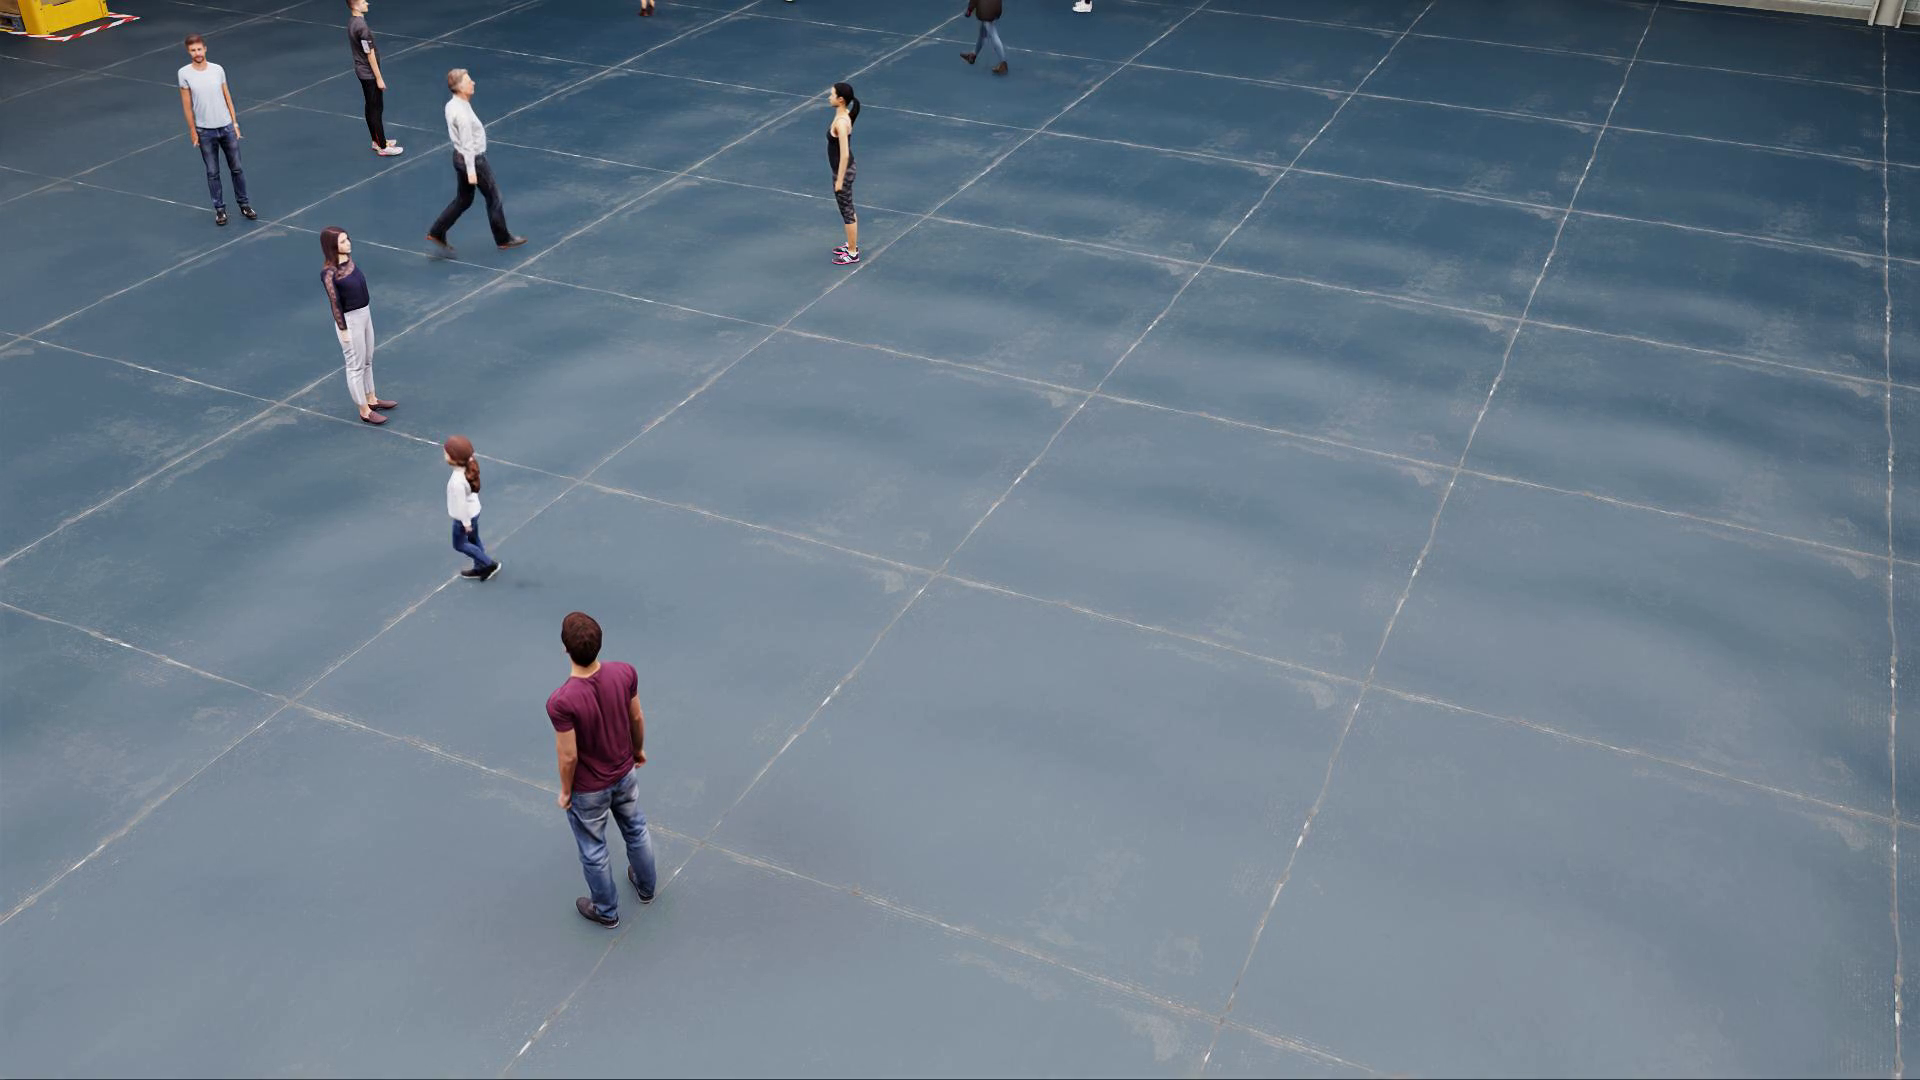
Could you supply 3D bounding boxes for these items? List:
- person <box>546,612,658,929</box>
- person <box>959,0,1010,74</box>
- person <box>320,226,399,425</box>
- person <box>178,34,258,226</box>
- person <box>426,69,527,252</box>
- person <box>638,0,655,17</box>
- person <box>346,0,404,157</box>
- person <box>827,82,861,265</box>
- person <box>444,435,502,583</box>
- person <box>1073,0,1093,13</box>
[{"bbox_3d":[-1.798,1.151,8.327,0.674,1.853,0.729,28,42,37],"label":"person"},{"bbox_3d":[0.422,-6.699,21.012,1.048,1.595,0.706,19,37,27],"label":"person"},{"bbox_3d":[-4.751,-1.699,13.075,0.671,1.608,0.674,1,32,1],"label":"person"},{"bbox_3d":[-7.482,-4.129,16.685,0.705,1.866,0.719,-19,37,-27],"label":"person"},{"bbox_3d":[-4.762,-3.583,15.891,1.169,1.791,1.193,-16,36,-24],"label":"person"},{"bbox_3d":[-4.467,-7.960,23.550,0.491,1.021,0.518,-26,41,-35],"label":"person"},{"bbox_3d":[-6.545,-5.170,18.430,0.777,1.764,0.685,-16,36,-24],"label":"person"},{"bbox_3d":[-1.090,-3.489,15.798,0.671,1.730,0.653,-1,32,-1],"label":"person"},{"bbox_3d":[-3.269,-0.200,11.173,0.599,1.103,0.532,1,32,2],"label":"person"},{"bbox_3d":[1.799,-8.388,23.553,0.566,1.742,0.593,10,34,16],"label":"person"}]
